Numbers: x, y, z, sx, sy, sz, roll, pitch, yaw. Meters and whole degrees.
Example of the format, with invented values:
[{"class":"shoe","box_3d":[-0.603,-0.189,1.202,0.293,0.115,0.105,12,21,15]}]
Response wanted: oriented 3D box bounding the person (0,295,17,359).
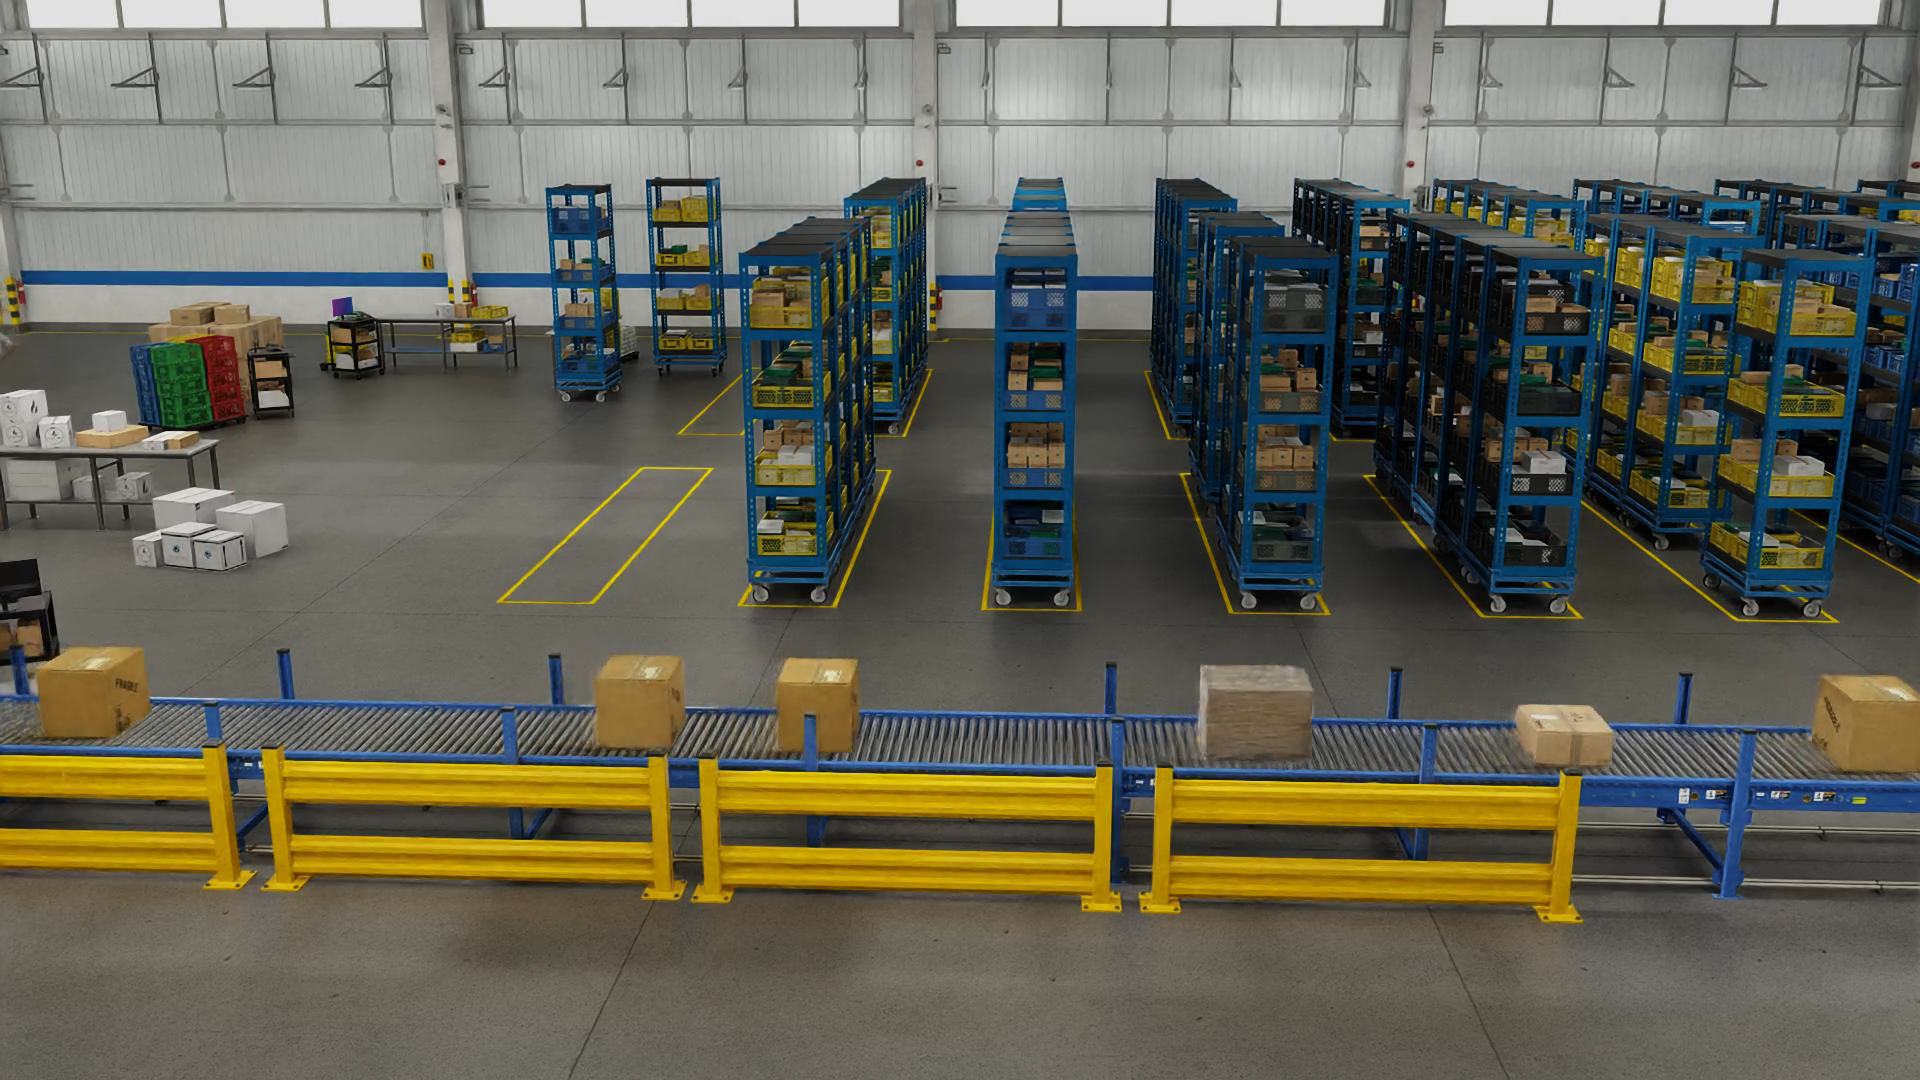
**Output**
[{"class":"person","box_3d":[-18.901,-4.419,32.510,0.491,1.812,0.693,-6,16,-21]}]
